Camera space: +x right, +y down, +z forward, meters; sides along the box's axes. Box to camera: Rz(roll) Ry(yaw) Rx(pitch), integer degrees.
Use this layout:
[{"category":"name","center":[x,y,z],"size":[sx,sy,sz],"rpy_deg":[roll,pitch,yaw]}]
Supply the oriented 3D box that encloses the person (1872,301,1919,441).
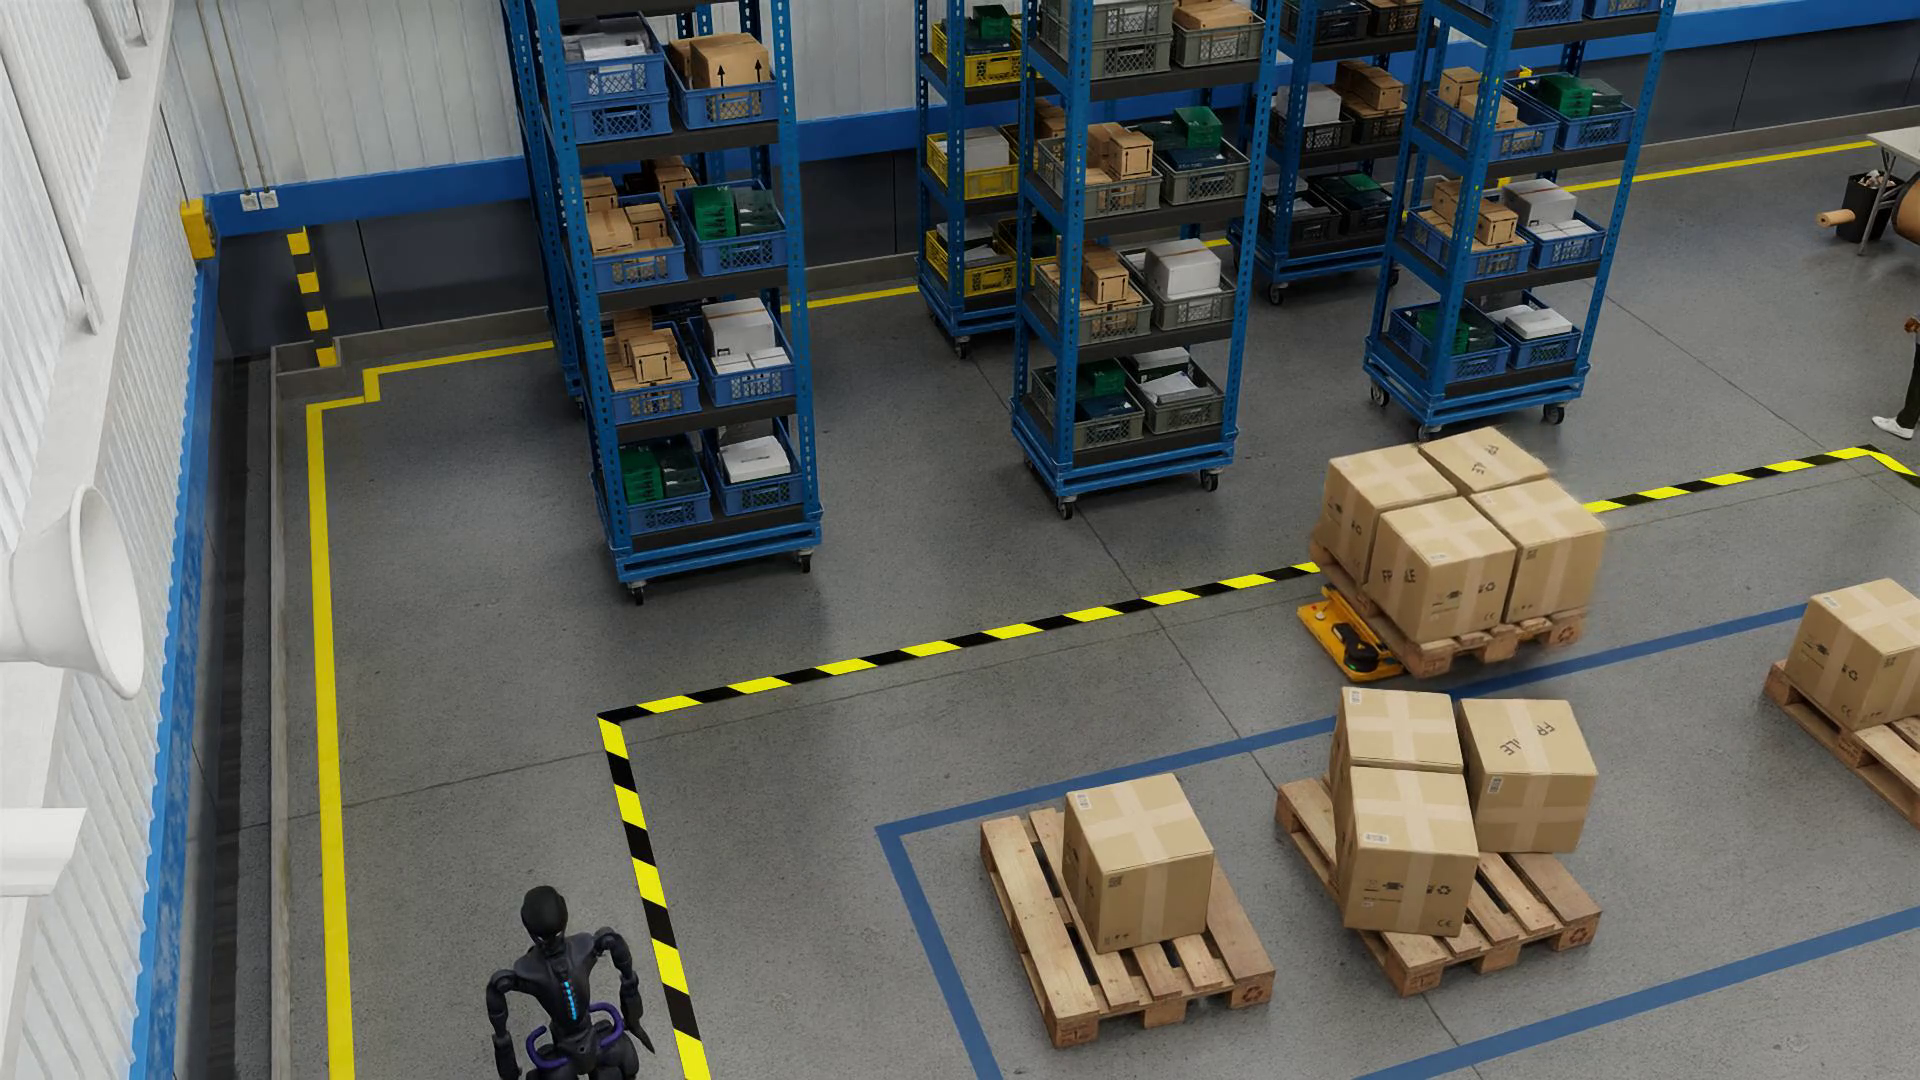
[{"category":"person","center":[6.448,-1.516,10.835],"size":[0.587,1.847,0.397],"rpy_deg":[-9,36,-13]}]

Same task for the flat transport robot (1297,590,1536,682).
[{"category":"flat transport robot","center":[2.716,0.403,9.460],"size":[1.431,0.197,0.652],"rpy_deg":[-11,37,-15]}]

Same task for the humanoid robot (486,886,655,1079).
[{"category":"humanoid robot","center":[-1.420,1.902,6.123],"size":[0.599,1.657,0.315],"rpy_deg":[-18,39,-24]}]
